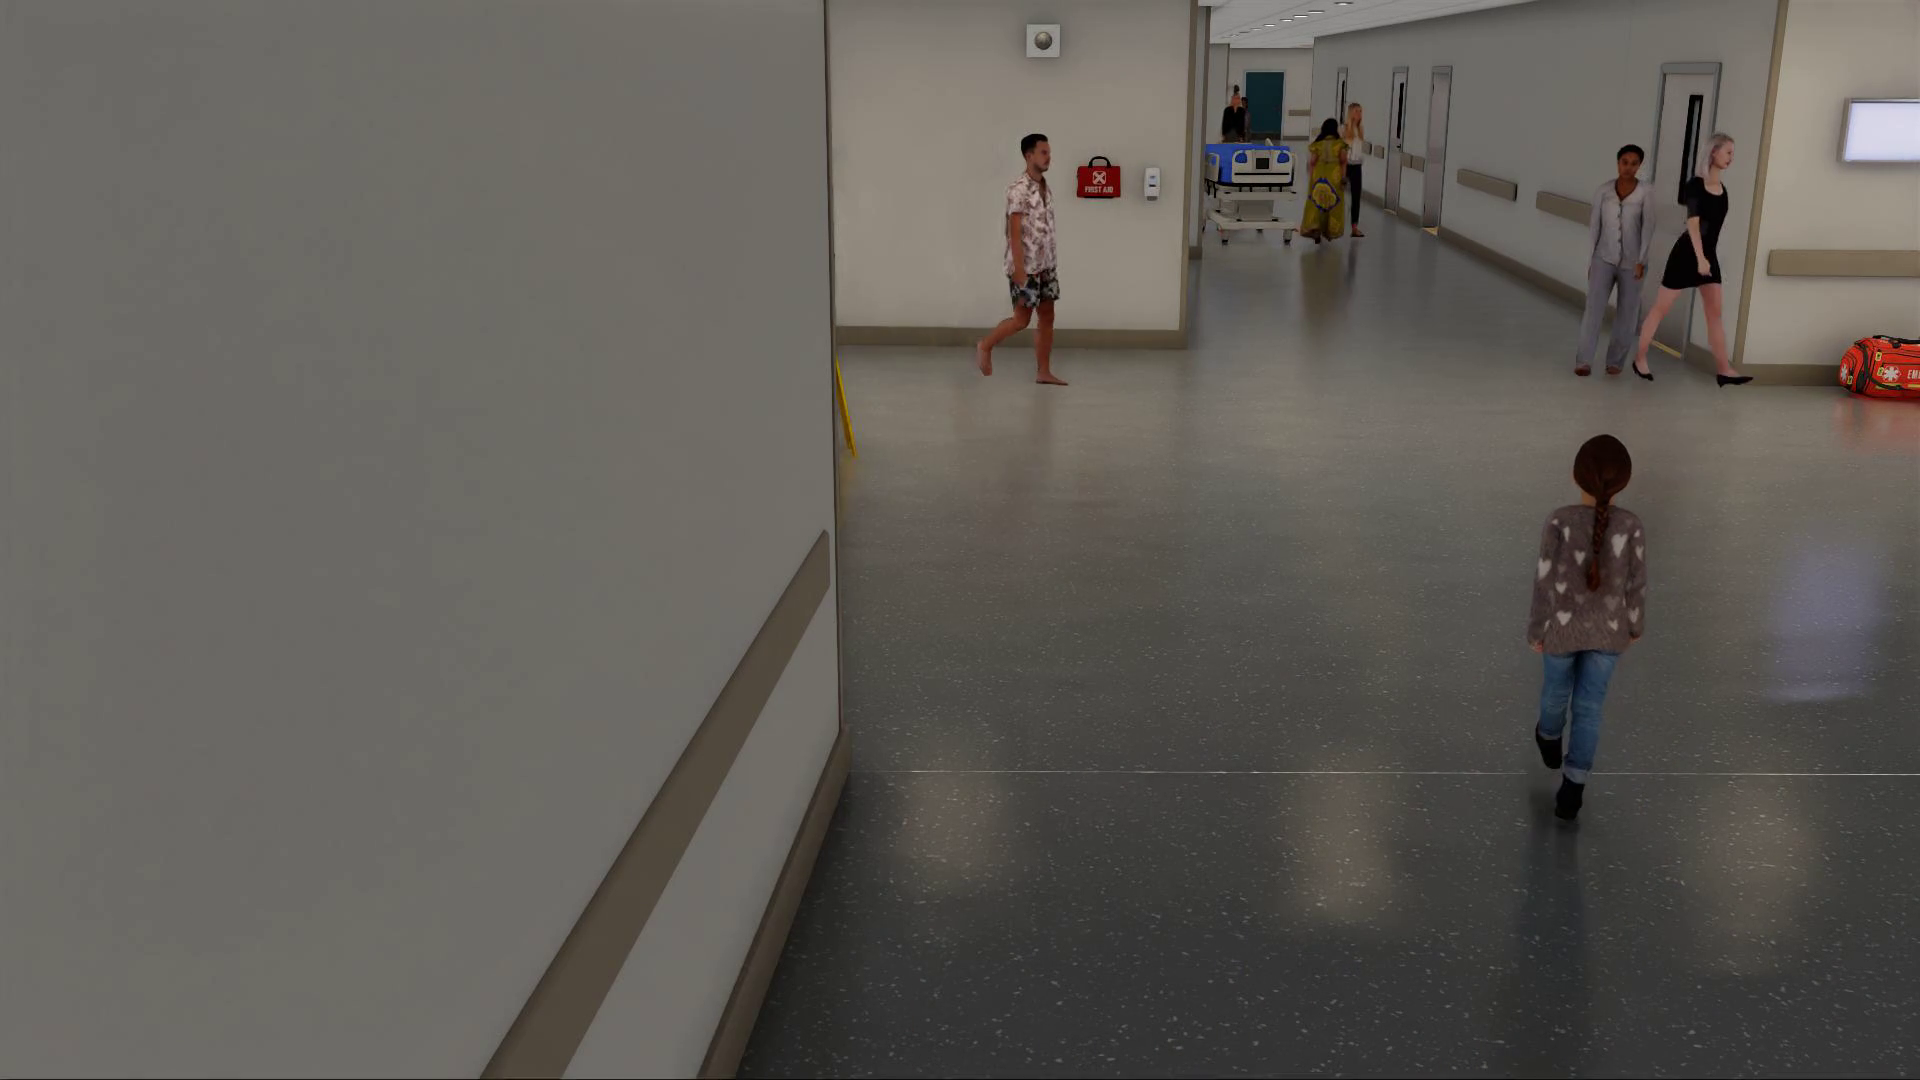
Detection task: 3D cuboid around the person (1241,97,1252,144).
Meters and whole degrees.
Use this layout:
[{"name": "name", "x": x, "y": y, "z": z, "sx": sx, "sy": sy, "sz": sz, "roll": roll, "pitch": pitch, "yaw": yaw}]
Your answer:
[{"name": "person", "x": 6.051, "y": -8.663, "z": 35.820, "sx": 0.571, "sy": 1.715, "sz": 0.695, "roll": -4, "pitch": 16, "yaw": -14}]

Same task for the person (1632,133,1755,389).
[{"name": "person", "x": 5.187, "y": -1.971, "z": 11.985, "sx": 1.201, "sy": 1.770, "sz": 1.115, "roll": -8, "pitch": 17, "yaw": -25}]

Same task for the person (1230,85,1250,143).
[{"name": "person", "x": 8.639, "y": -13.481, "z": 52.813, "sx": 1.330, "sy": 1.769, "sz": 1.164, "roll": 12, "pitch": 20, "yaw": 37}]

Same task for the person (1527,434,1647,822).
[{"name": "person", "x": 1.906, "y": 0.291, "z": 5.077, "sx": 0.783, "sy": 1.164, "sz": 0.655, "roll": 4, "pitch": 16, "yaw": 15}]

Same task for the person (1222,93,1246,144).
[{"name": "person", "x": 5.340, "y": -7.842, "z": 32.751, "sx": 1.132, "sy": 1.802, "sz": 0.692, "roll": 2, "pitch": 16, "yaw": 8}]

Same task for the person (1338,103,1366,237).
[{"name": "person", "x": 5.307, "y": -5.101, "z": 23.053, "sx": 1.200, "sy": 1.787, "sz": 1.011, "roll": -5, "pitch": 17, "yaw": -18}]

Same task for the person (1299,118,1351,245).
[{"name": "person", "x": 4.825, "y": -4.693, "z": 21.912, "sx": 1.310, "sy": 1.622, "sz": 0.947, "roll": 4, "pitch": 16, "yaw": 13}]

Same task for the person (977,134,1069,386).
[{"name": "person", "x": 0.447, "y": -2.020, "z": 12.105, "sx": 1.086, "sy": 1.798, "sz": 0.970, "roll": 12, "pitch": 20, "yaw": 37}]

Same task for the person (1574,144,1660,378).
[{"name": "person", "x": 4.964, "y": -2.072, "z": 12.459, "sx": 1.024, "sy": 1.707, "sz": 0.933, "roll": 9, "pitch": 18, "yaw": 28}]
